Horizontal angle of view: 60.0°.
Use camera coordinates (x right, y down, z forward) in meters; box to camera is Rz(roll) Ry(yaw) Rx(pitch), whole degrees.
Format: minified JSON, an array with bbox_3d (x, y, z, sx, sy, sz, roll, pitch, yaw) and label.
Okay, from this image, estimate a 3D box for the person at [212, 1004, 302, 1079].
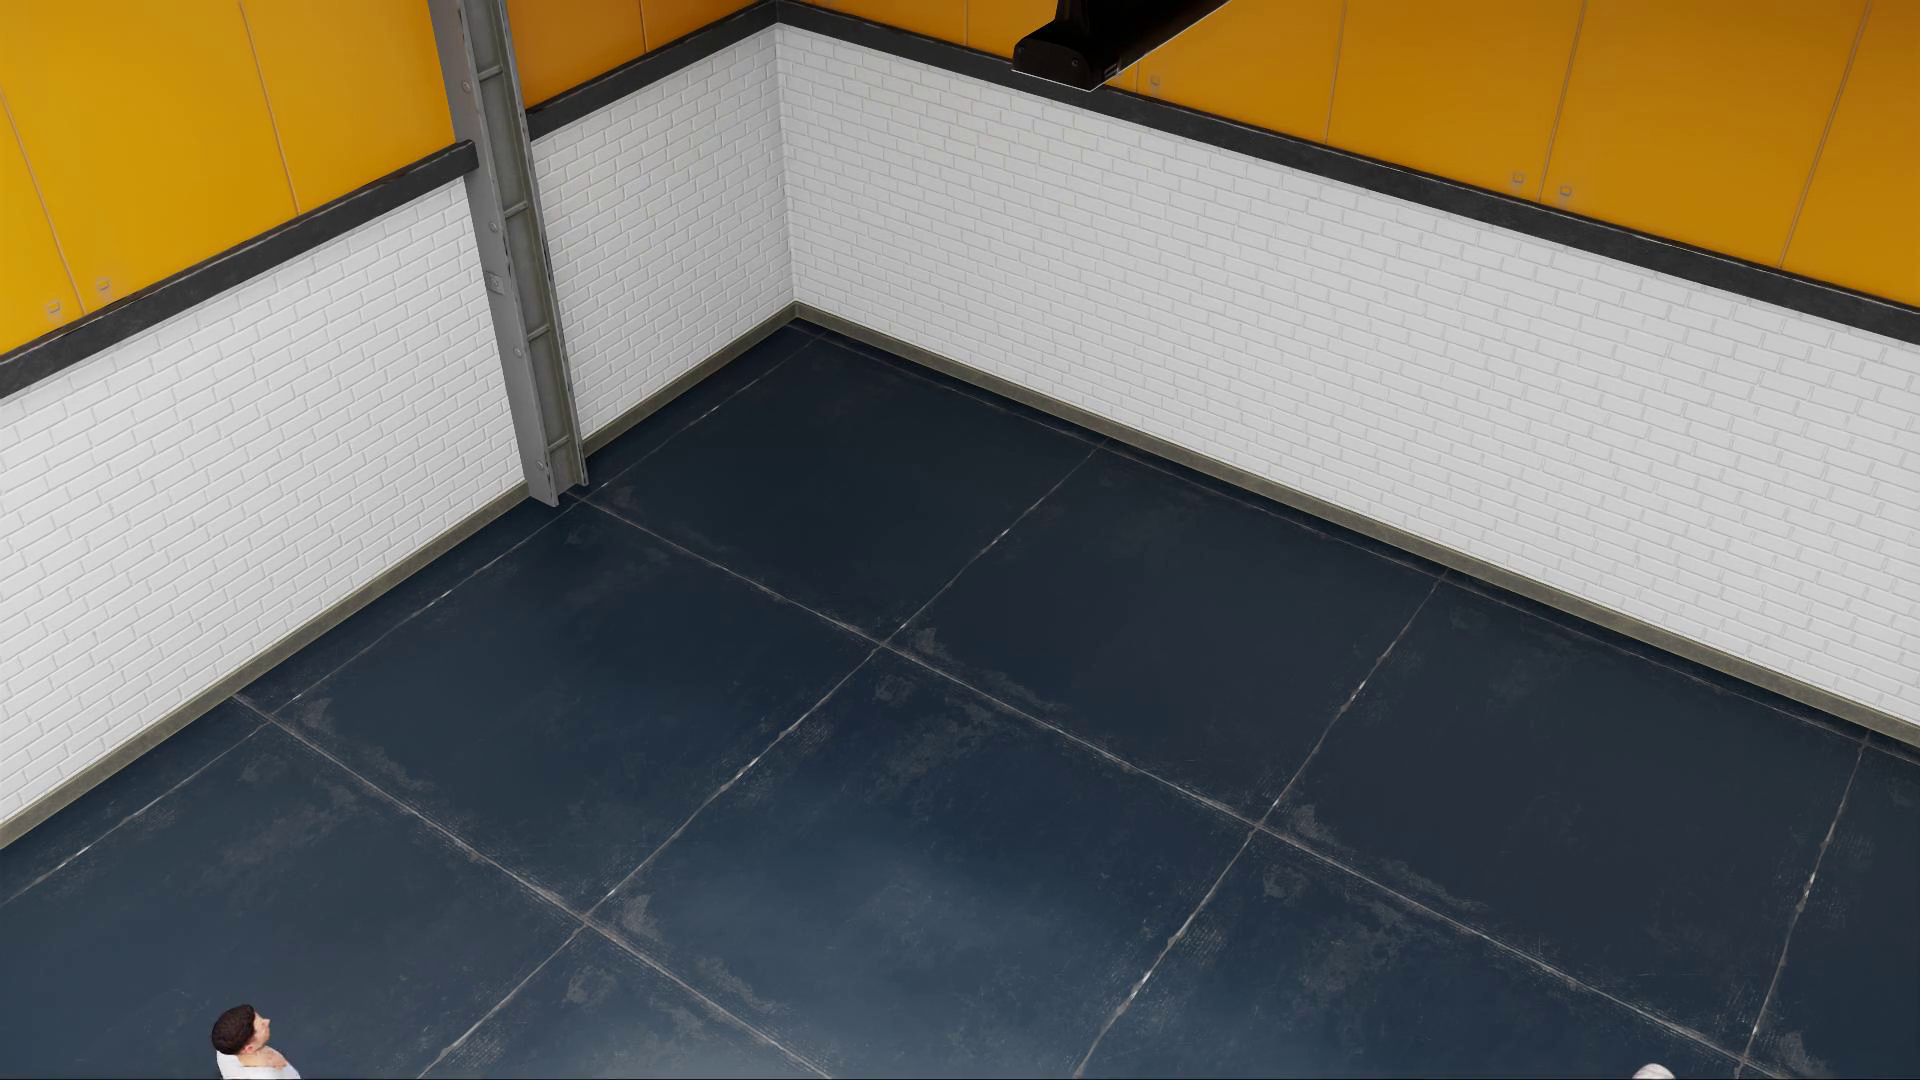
[{"bbox_3d":[-3.286,2.865,7.844,0.737,1.807,1.204,26,46,29],"label":"person"}]
